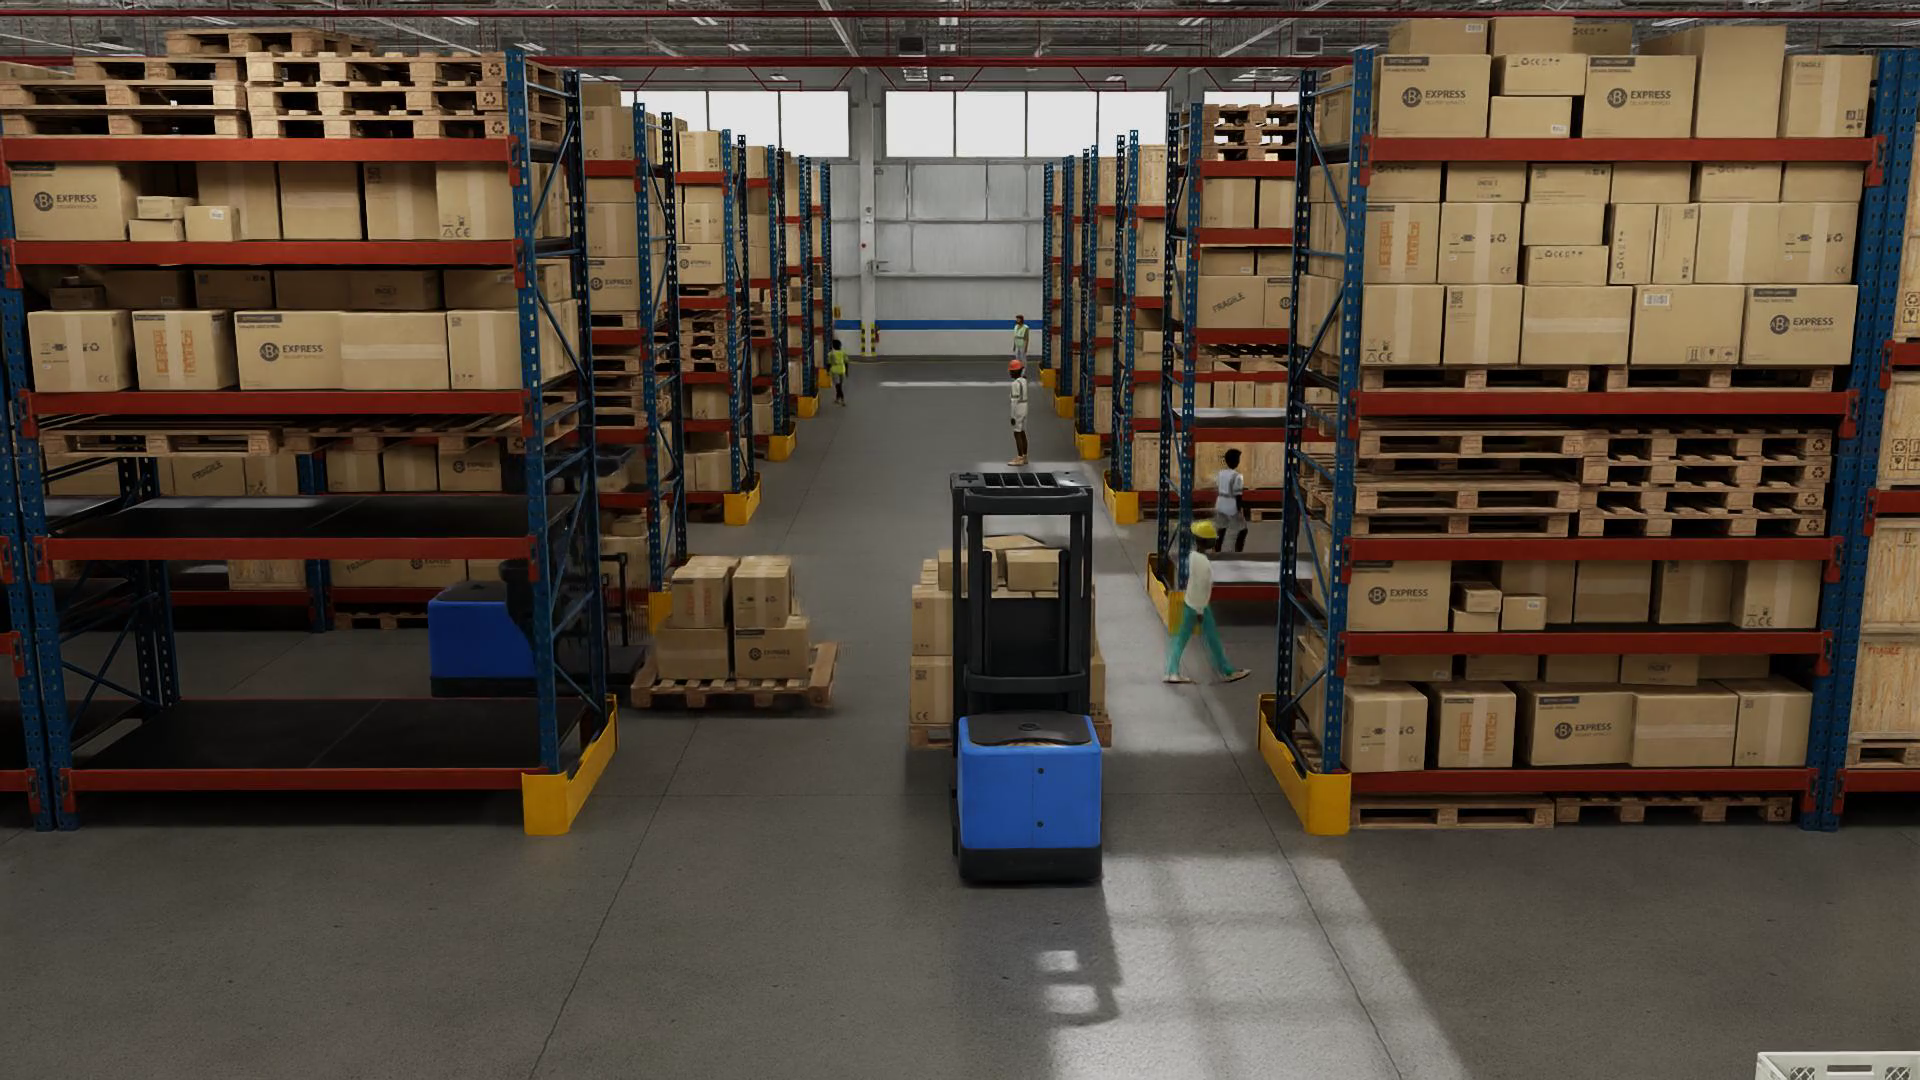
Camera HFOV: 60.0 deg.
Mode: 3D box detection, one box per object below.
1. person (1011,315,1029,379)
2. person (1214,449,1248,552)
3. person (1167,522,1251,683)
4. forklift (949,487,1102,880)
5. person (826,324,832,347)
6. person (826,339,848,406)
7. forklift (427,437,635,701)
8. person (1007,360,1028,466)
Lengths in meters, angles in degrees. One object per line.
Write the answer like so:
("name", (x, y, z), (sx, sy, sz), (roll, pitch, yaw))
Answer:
("person", (1.760, -5.555, 47.824), (0.387, 1.839, 0.565), (-10, 15, -39))
("person", (3.750, -0.422, 22.769), (0.655, 1.669, 0.553), (-7, 13, -30))
("person", (2.576, 0.662, 17.280), (0.877, 1.717, 0.547), (-1, 11, -6))
("forklift", (0.495, 0.986, 12.813), (1.129, 2.768, 1.873), (0, 11, -2))
("person", (-4.030, -5.859, 49.304), (0.650, 1.869, 0.942), (-9, 15, -39))
("person", (-3.026, -4.182, 41.454), (0.531, 1.660, 0.861), (-8, 14, -35))
("forklift", (-4.360, 0.181, 16.801), (1.873, 2.768, 1.129), (0, 11, -1))
("person", (1.087, -2.429, 31.865), (0.417, 2.034, 0.603), (4, 12, 19))
